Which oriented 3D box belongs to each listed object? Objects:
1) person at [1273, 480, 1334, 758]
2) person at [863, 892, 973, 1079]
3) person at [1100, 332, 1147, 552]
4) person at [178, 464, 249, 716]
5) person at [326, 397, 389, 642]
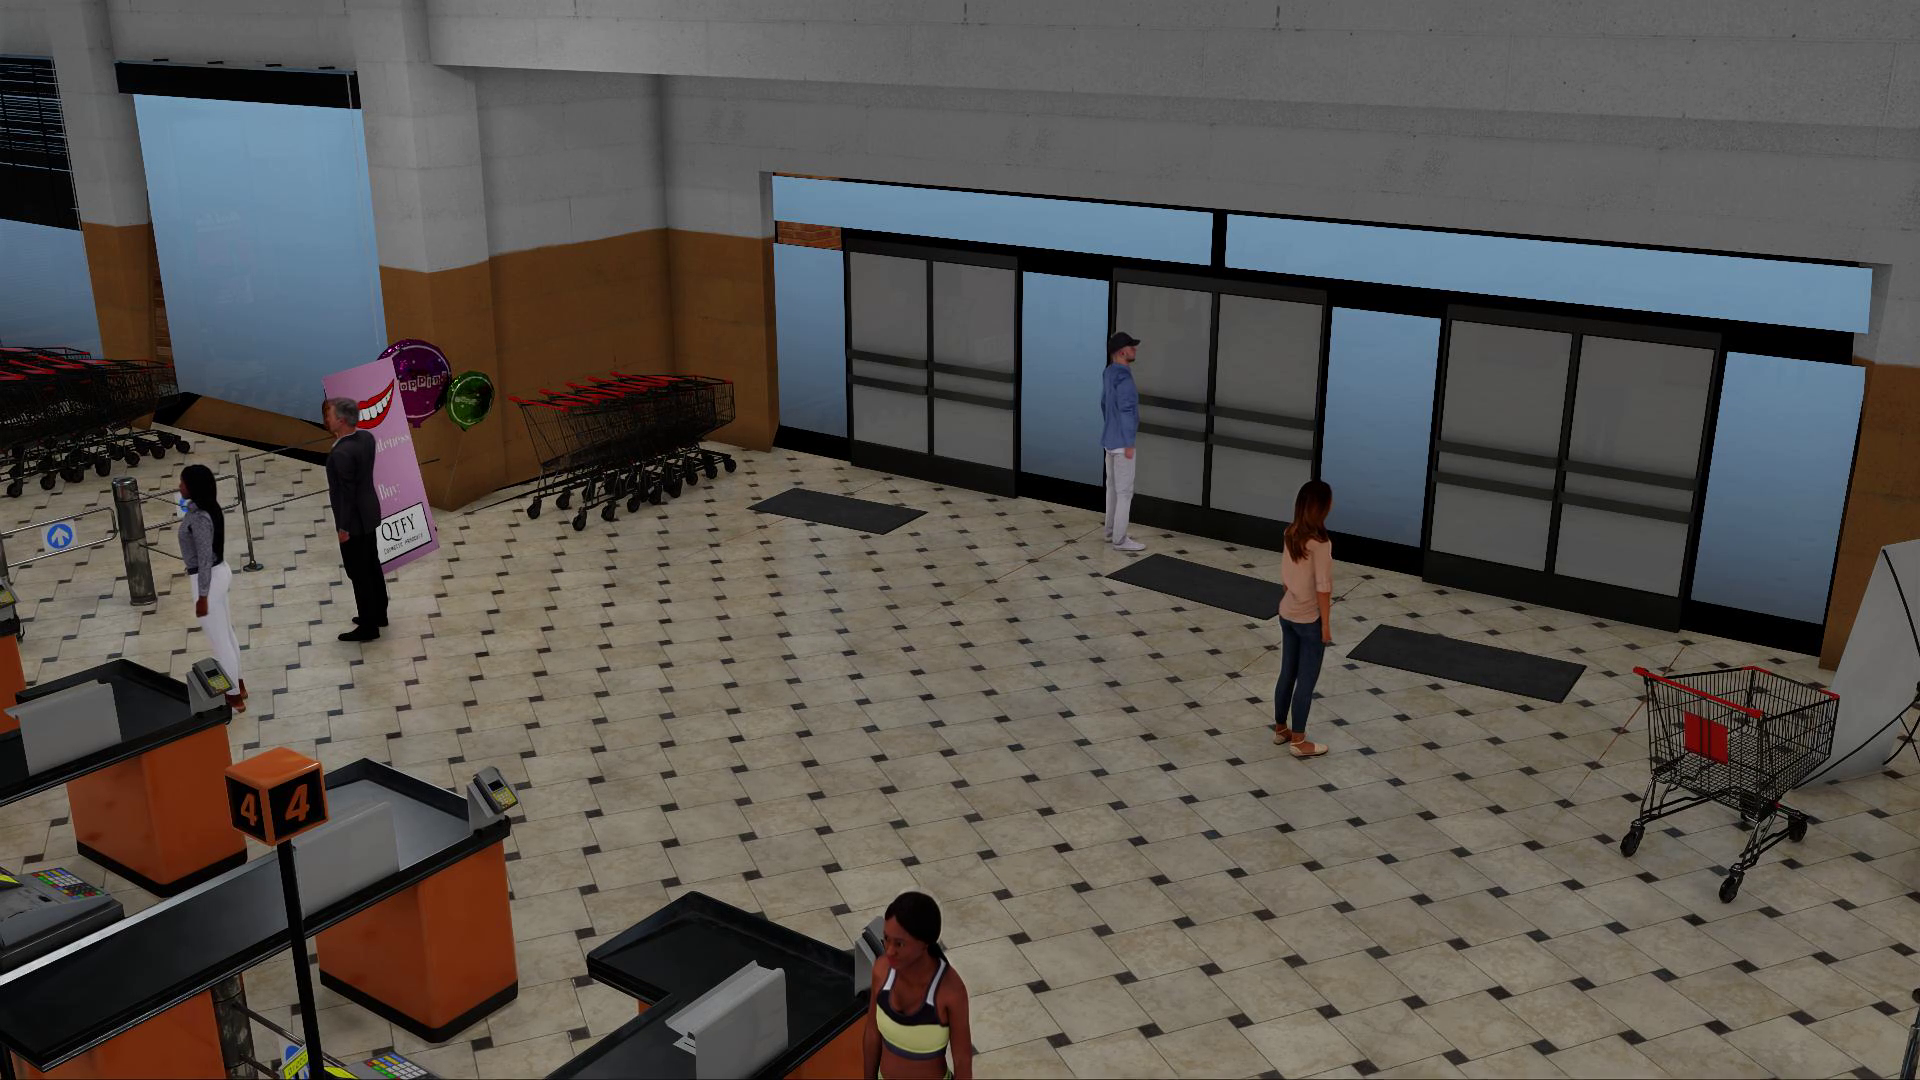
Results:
[{"bbox_3d":[2.159,0.484,10.458,0.687,1.792,0.674,-8,20,-22],"label":"person"},{"bbox_3d":[-0.142,2.025,5.947,0.582,1.753,0.526,10,21,28],"label":"person"},{"bbox_3d":[1.378,-0.856,14.279,0.784,1.888,0.739,-5,19,-13],"label":"person"},{"bbox_3d":[-4.975,0.318,11.053,0.715,1.724,0.673,-5,19,-15],"label":"person"},{"bbox_3d":[-4.484,-0.177,12.339,0.864,1.842,0.766,-1,19,-2],"label":"person"}]
